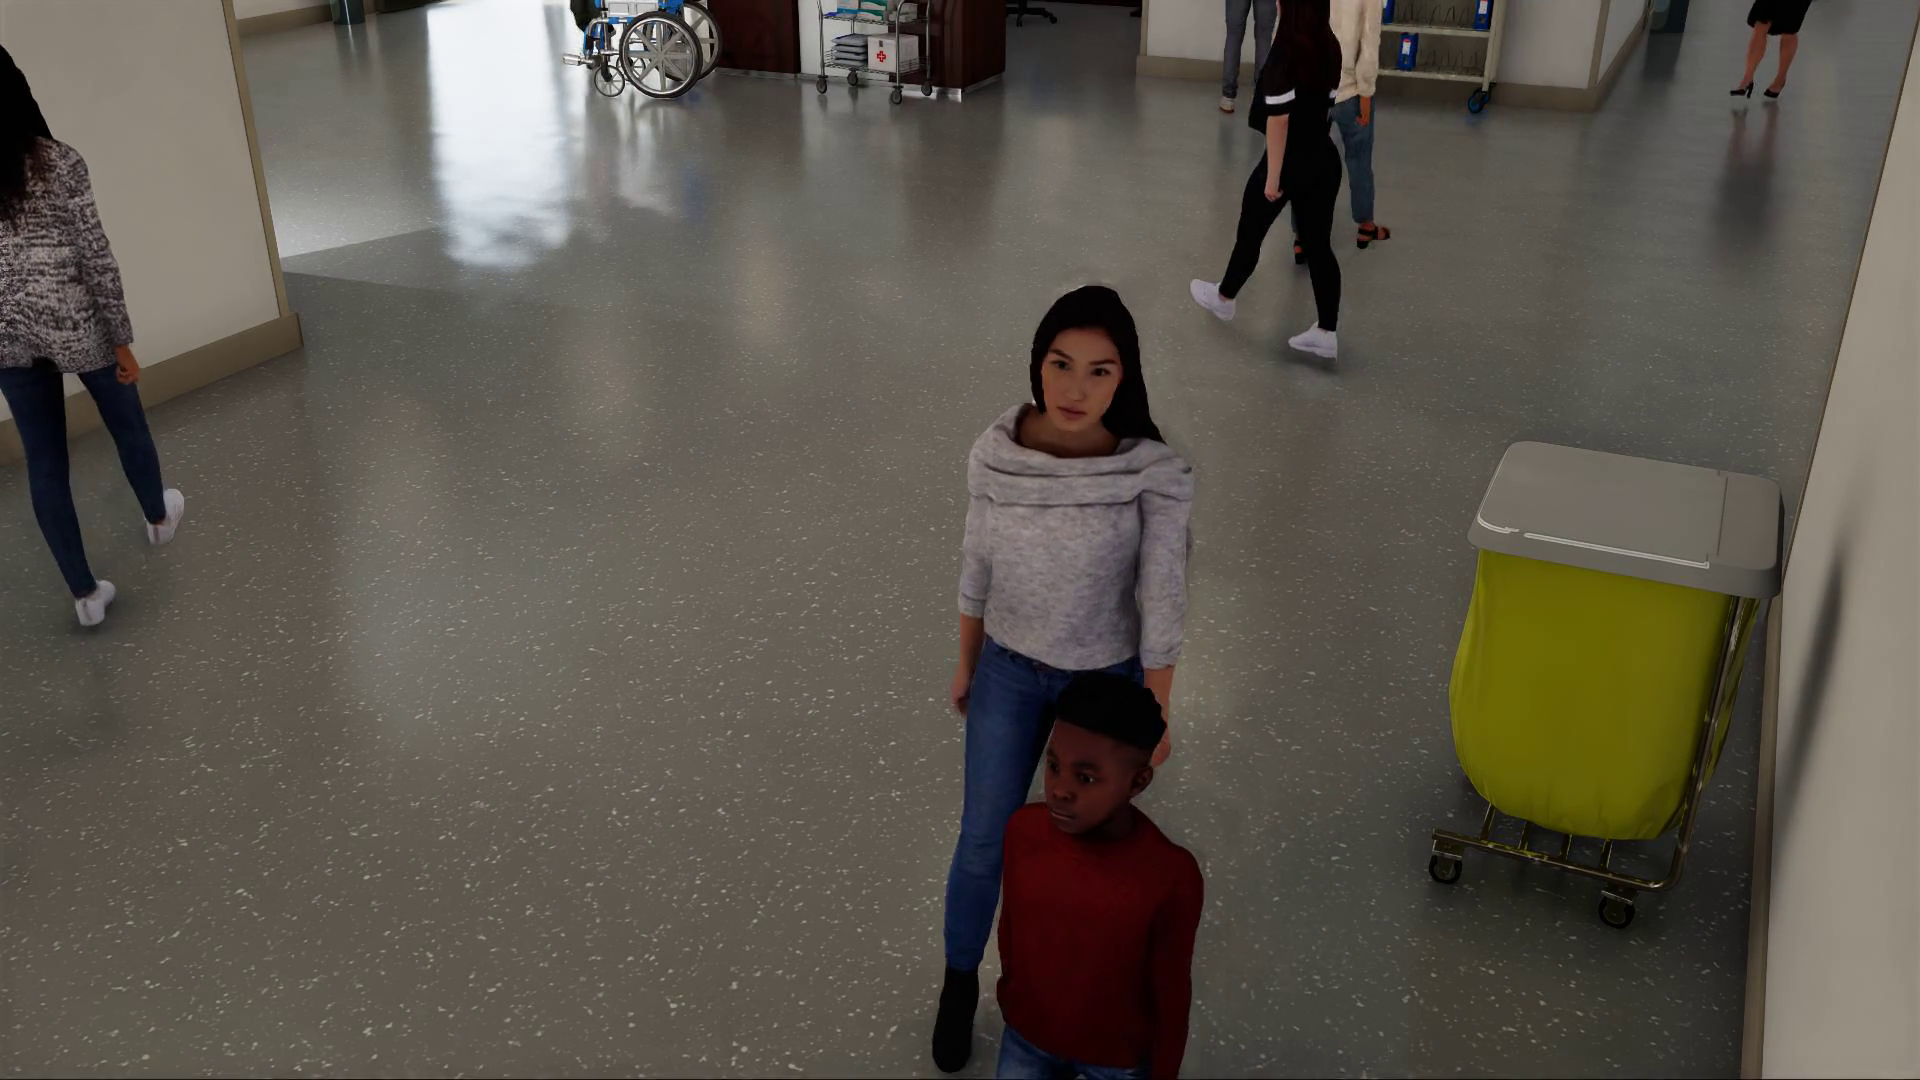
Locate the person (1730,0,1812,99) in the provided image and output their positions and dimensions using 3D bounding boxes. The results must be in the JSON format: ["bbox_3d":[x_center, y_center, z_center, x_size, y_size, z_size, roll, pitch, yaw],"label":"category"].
[{"bbox_3d":[6.167,-4.102,12.293,0.988,1.654,0.955,-19,32,-35],"label":"person"}]

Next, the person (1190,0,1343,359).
[{"bbox_3d":[1.482,-1.546,7.065,0.948,1.591,1.193,-18,31,-33],"label":"person"}]

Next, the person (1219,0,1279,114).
[{"bbox_3d":[2.092,-4.027,11.854,0.555,1.901,0.767,6,26,13],"label":"person"}]

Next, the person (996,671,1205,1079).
[{"bbox_3d":[0.243,0.747,2.706,0.445,1.247,0.557,13,28,24],"label":"person"}]

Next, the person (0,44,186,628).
[{"bbox_3d":[-2.687,-0.551,4.873,1.069,1.702,1.082,-6,26,-11],"label":"person"}]

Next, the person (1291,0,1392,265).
[{"bbox_3d":[1.825,-2.191,8.321,0.924,1.661,0.957,-20,32,-36],"label":"person"}]

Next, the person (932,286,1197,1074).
[{"bbox_3d":[0.245,0.273,3.292,0.825,1.592,0.710,15,30,28],"label":"person"}]
